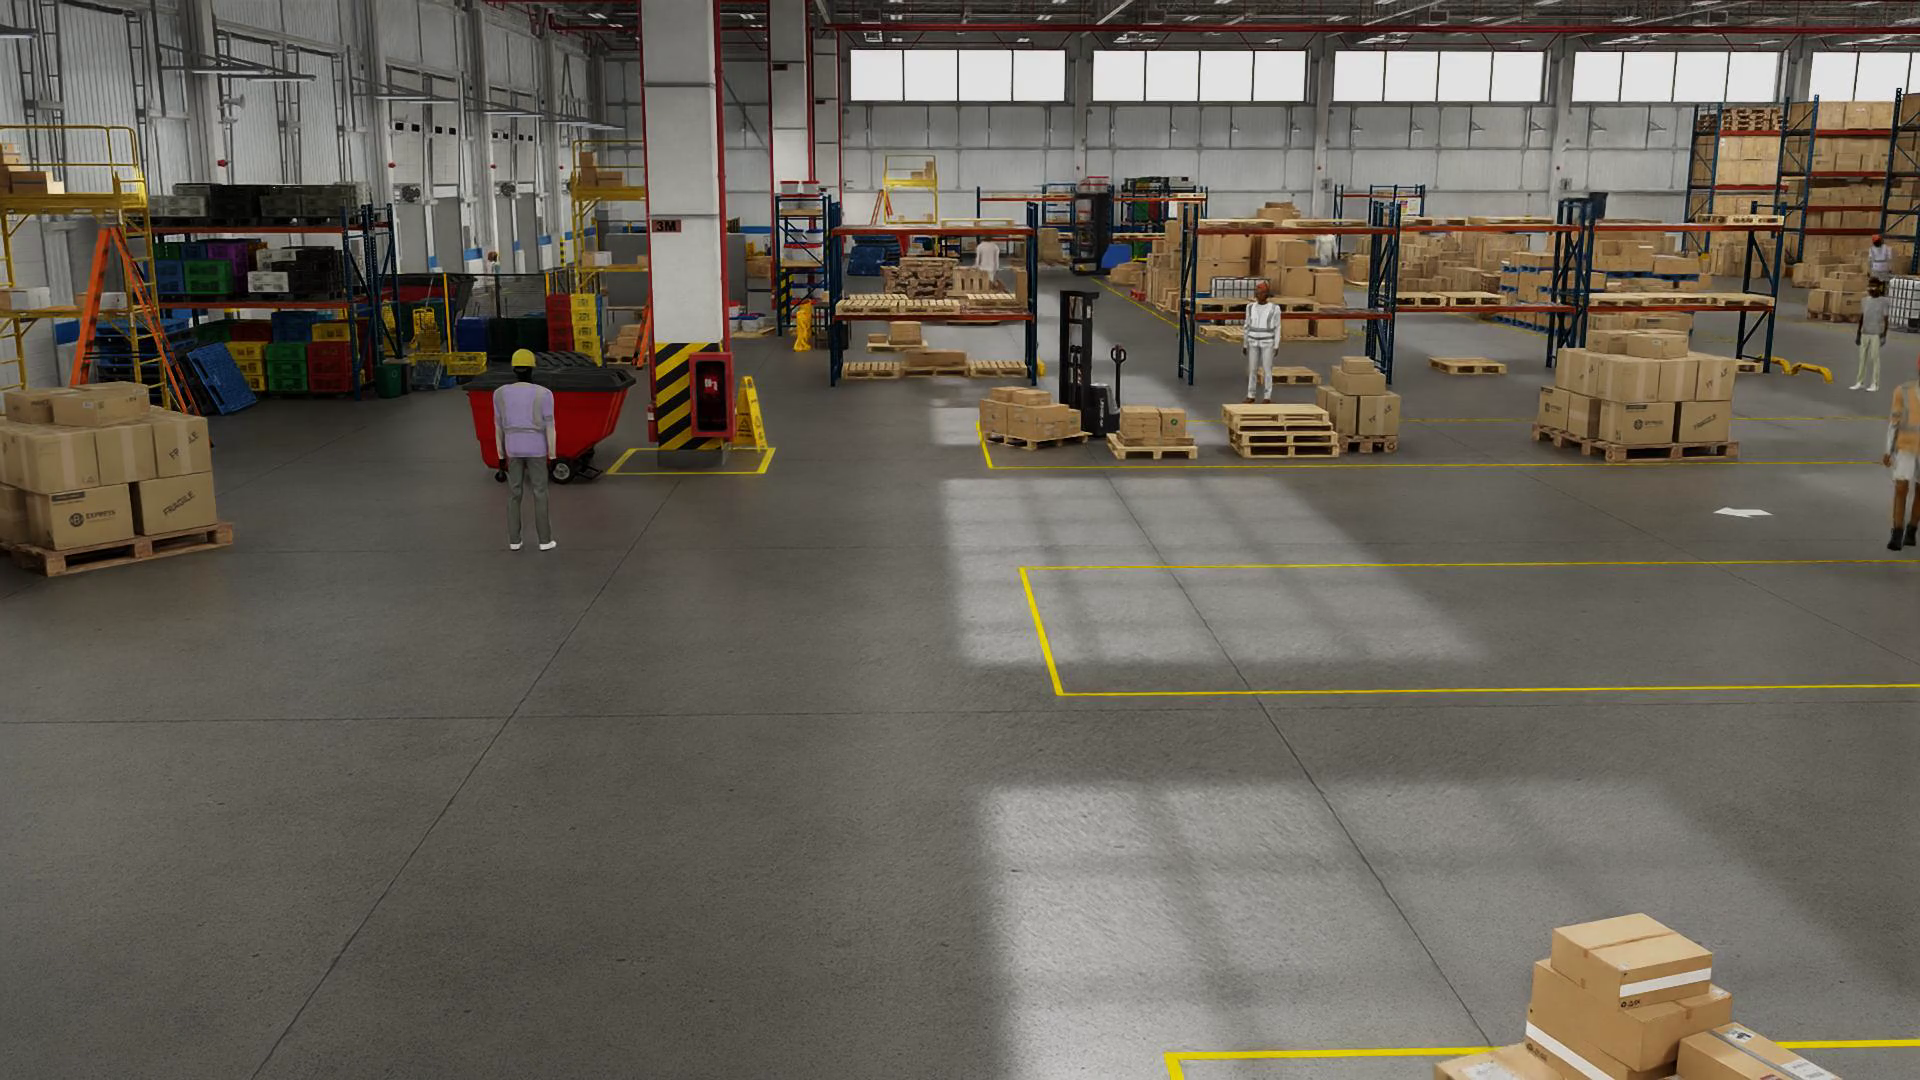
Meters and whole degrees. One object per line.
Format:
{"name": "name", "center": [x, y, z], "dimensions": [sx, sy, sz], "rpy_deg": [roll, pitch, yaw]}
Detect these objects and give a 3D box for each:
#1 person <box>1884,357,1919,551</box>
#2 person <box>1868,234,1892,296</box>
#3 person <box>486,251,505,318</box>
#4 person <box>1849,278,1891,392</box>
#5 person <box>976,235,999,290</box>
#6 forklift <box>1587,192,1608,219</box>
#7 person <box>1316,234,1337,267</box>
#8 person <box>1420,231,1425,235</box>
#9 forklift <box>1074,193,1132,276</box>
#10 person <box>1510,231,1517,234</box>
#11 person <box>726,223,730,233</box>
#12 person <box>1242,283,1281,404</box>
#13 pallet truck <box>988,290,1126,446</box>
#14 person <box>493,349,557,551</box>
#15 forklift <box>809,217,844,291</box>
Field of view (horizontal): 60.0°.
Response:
{"name": "person", "center": [9.047, -0.822, 15.673], "dimensions": [0.565, 1.889, 0.959], "rpy_deg": [7, 14, 27]}
{"name": "person", "center": [24.970, -7.326, 45.090], "dimensions": [0.688, 1.886, 0.373], "rpy_deg": [6, 14, 27]}
{"name": "person", "center": [-11.458, -6.269, 40.873], "dimensions": [0.525, 1.631, 0.323], "rpy_deg": [11, 17, 41]}
{"name": "person", "center": [14.924, -3.362, 27.233], "dimensions": [0.324, 1.857, 0.532], "rpy_deg": [-7, 14, -28]}
{"name": "person", "center": [0.773, -7.514, 45.829], "dimensions": [0.643, 1.923, 0.560], "rpy_deg": [-1, 12, -2]}
{"name": "forklift", "center": [22.994, -11.168, 60.144], "dimensions": [1.873, 2.768, 1.129], "rpy_deg": [0, 12, -2]}
{"name": "person", "center": [11.541, -8.985, 52.544], "dimensions": [0.635, 1.905, 0.989], "rpy_deg": [-1, 13, -5]}
{"name": "person", "center": [16.445, -10.583, 59.653], "dimensions": [1.036, 1.938, 0.648], "rpy_deg": [5, 13, 22]}
{"name": "forklift", "center": [4.906, -10.449, 56.899], "dimensions": [1.873, 2.768, 1.129], "rpy_deg": [0, 12, -2]}
{"name": "person", "center": [17.528, -9.056, 53.062], "dimensions": [0.634, 1.816, 0.537], "rpy_deg": [-3, 13, -15]}
{"name": "person", "center": [-7.697, -9.480, 54.694], "dimensions": [0.363, 1.928, 0.587], "rpy_deg": [2, 13, 11]}
{"name": "person", "center": [4.609, -2.983, 25.458], "dimensions": [0.582, 1.881, 0.338], "rpy_deg": [8, 15, 32]}
{"name": "pallet truck", "center": [1.257, -2.299, 22.111], "dimensions": [1.885, 1.965, 0.823], "rpy_deg": [-9, 15, -35]}
{"name": "person", "center": [-4.102, -0.849, 15.760], "dimensions": [0.584, 1.918, 0.407], "rpy_deg": [1, 13, 3]}
{"name": "forklift", "center": [-4.375, -8.619, 48.637], "dimensions": [1.873, 2.768, 1.129], "rpy_deg": [0, 12, -2]}
